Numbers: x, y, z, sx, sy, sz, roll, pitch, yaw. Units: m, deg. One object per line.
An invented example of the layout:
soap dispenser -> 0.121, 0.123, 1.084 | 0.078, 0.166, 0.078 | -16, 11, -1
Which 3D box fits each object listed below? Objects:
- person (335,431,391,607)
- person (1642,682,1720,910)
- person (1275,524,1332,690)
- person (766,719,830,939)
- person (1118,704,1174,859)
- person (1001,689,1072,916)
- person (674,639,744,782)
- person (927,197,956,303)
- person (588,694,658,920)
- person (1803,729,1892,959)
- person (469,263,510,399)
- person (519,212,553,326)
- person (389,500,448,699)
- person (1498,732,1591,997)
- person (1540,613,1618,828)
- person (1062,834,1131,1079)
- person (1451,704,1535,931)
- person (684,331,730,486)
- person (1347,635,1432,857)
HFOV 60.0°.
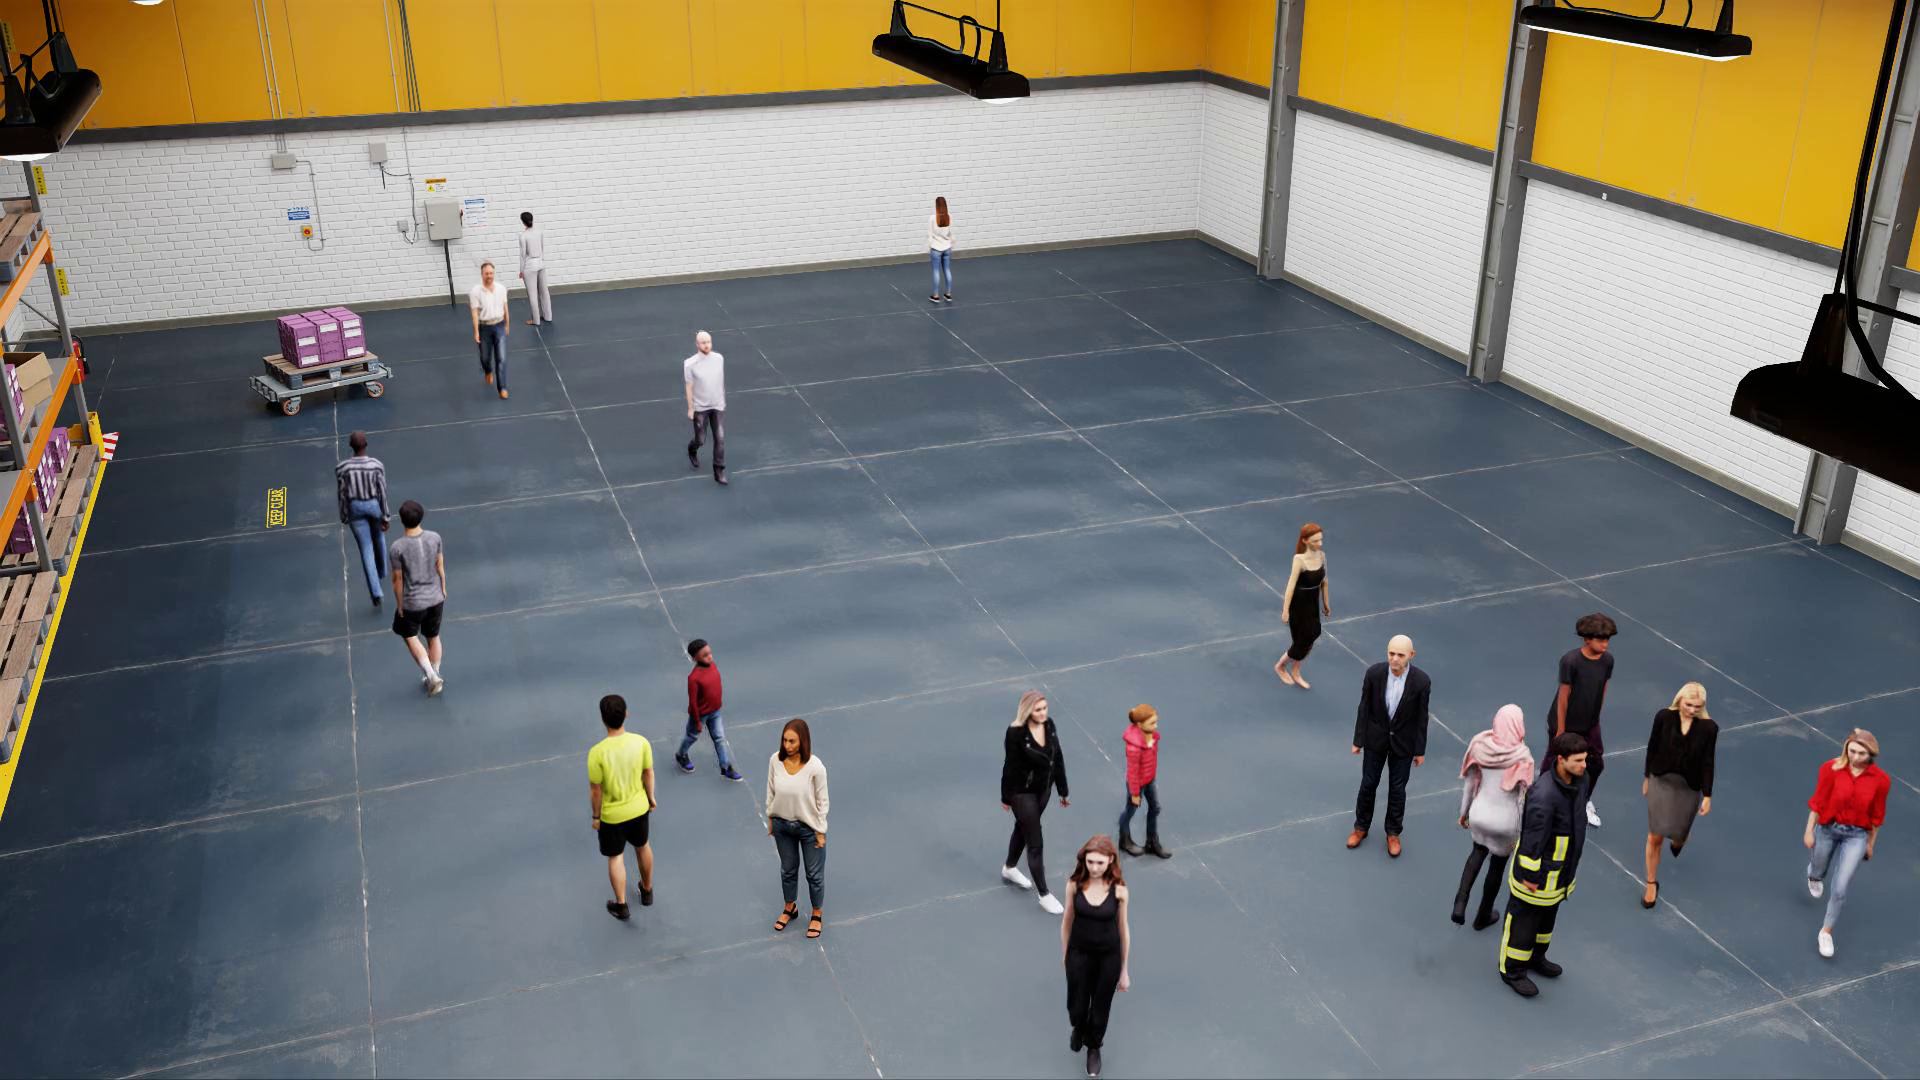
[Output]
person -> -5.870, -0.173, 16.450 | 0.707, 1.744, 1.194 | -11, 26, -23
person -> 5.125, 1.778, 11.897 | 0.980, 1.818, 1.015 | 13, 27, 26
person -> 3.020, 0.568, 14.920 | 0.717, 1.612, 0.756 | -20, 31, -38
person -> -1.119, 1.984, 11.594 | 0.697, 1.683, 0.743 | 9, 25, 19
person -> 1.301, 1.793, 12.503 | 0.768, 1.305, 0.689 | 19, 30, 37
person -> 0.450, 1.804, 12.030 | 0.822, 1.664, 1.030 | -19, 30, -37
person -> -2.140, 1.371, 13.547 | 0.945, 1.241, 0.811 | 15, 28, 31
person -> -0.306, -4.708, 26.889 | 0.640, 1.693, 0.575 | -11, 26, -24
person -> -2.385, 1.882, 11.797 | 0.677, 1.708, 0.639 | -13, 27, -28
person -> 6.095, 2.013, 11.531 | 0.995, 1.680, 1.065 | 9, 25, 20
person -> -6.352, -2.868, 22.500 | 0.705, 1.837, 0.983 | -10, 26, -22
person -> -6.580, -4.209, 25.690 | 0.741, 1.739, 0.717 | 15, 28, 31
person -> -4.706, 0.556, 14.651 | 0.802, 1.850, 0.909 | -18, 30, -36
person -> 3.882, 2.097, 11.030 | 0.864, 1.927, 0.810 | -19, 30, -36
person -> 4.757, 1.336, 12.973 | 0.682, 1.765, 0.748 | -4, 24, -10
person -> 0.852, 2.510, 10.327 | 0.731, 1.733, 0.806 | 3, 24, 6
person -> 3.643, 1.976, 11.478 | 0.863, 1.790, 0.888 | 22, 32, 40
person -> -3.002, -1.585, 19.599 | 0.794, 1.810, 1.093 | -14, 27, -29
person -> 3.239, 1.516, 12.519 | 0.758, 1.799, 0.801 | 9, 25, 19
